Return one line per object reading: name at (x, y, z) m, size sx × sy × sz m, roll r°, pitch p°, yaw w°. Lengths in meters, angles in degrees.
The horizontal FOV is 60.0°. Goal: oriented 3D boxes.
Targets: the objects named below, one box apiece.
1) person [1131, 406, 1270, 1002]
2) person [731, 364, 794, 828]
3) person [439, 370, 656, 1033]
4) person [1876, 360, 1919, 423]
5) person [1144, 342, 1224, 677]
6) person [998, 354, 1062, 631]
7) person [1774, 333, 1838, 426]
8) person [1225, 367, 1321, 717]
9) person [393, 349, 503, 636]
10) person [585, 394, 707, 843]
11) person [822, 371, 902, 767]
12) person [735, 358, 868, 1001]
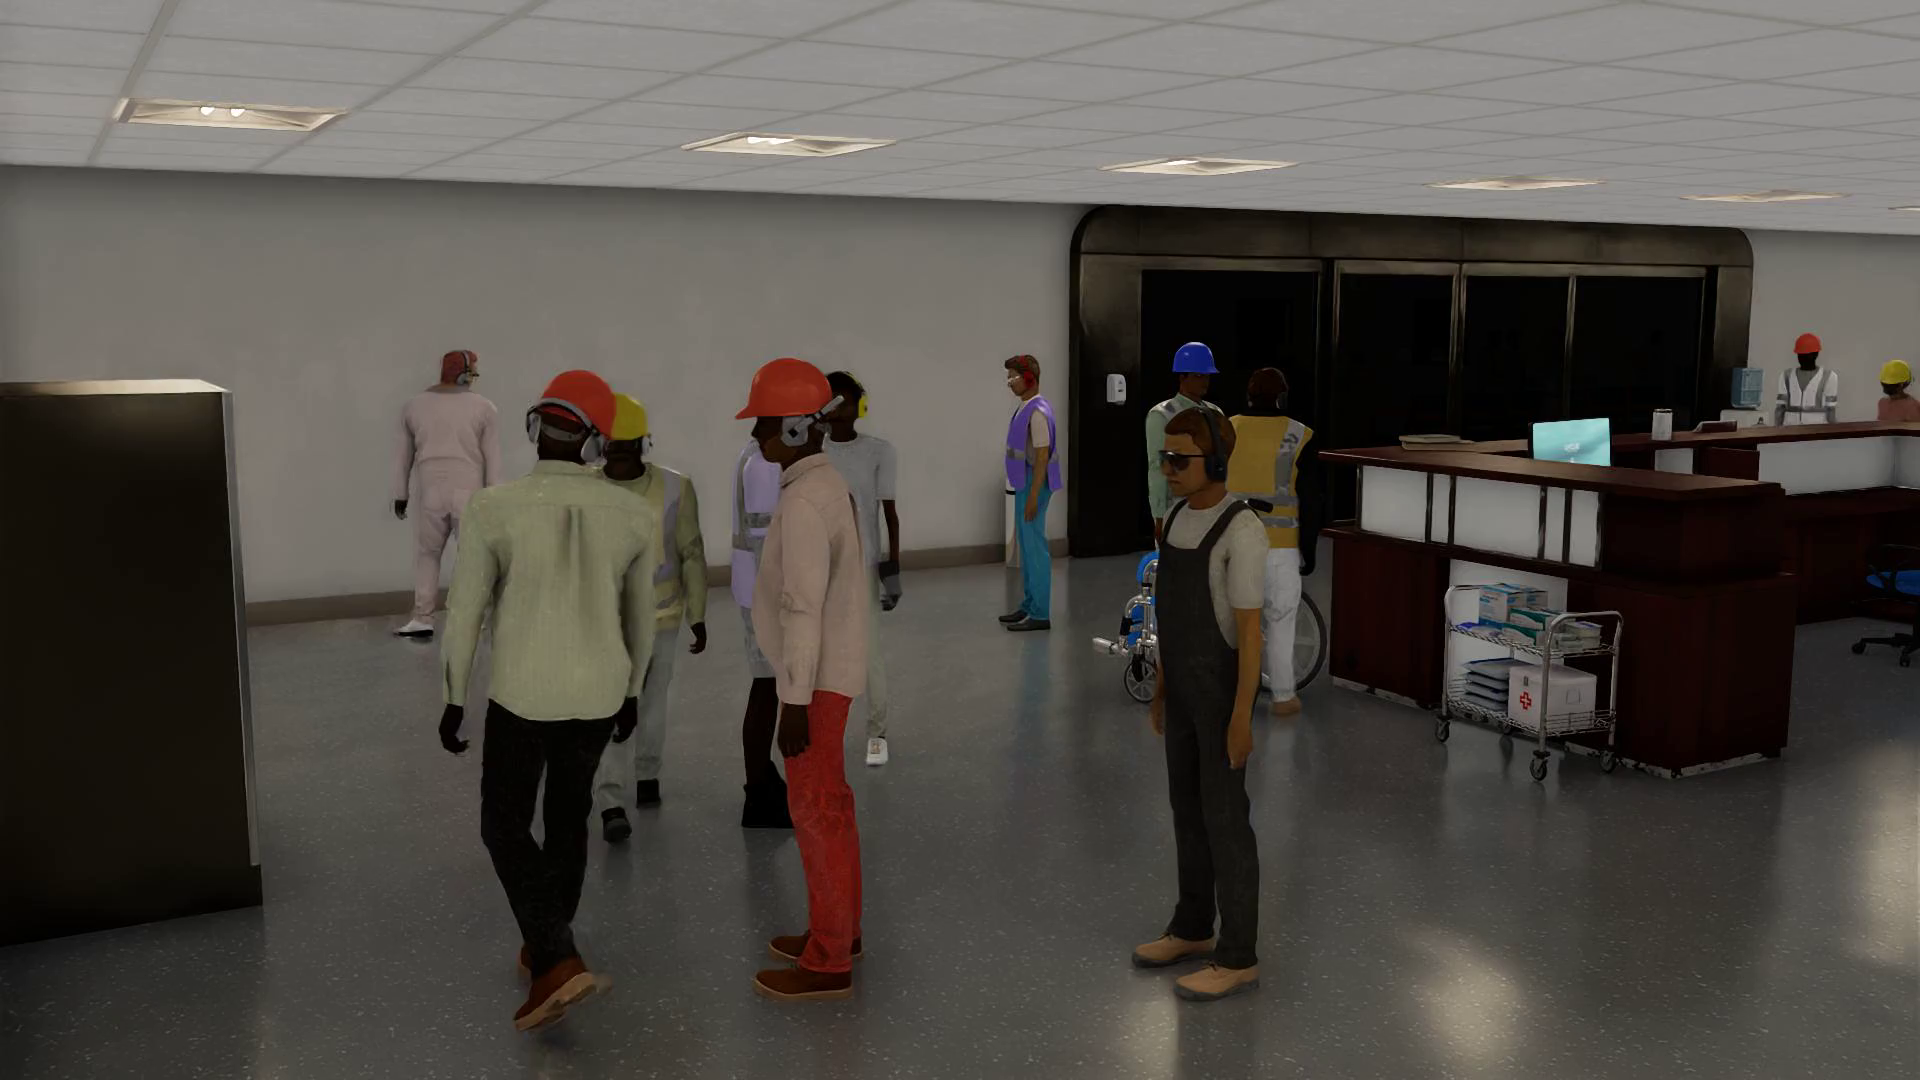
person at (0.763, 0.499, 5.205) m, size 0.339 × 1.838 × 0.507 m, roll -3°, pitch 9°, yaw -23°
person at (-0.753, 0.220, 6.907) m, size 0.385 × 1.929 × 0.547 m, roll -1°, pitch 8°, yaw -4°
person at (-1.212, 0.468, 5.018) m, size 0.654 × 1.949 × 0.697 m, roll -5°, pitch 9°, yaw -32°
person at (7.712, -0.619, 13.691) m, size 0.760 × 1.722 × 0.542 m, roll -1°, pitch 8°, yaw -9°
person at (1.313, -0.164, 9.592) m, size 0.605 × 1.948 × 0.384 m, roll -7°, pitch 11°, yaw -42°
person at (0.478, -0.312, 11.073) m, size 0.390 × 1.837 × 0.562 m, roll -1°, pitch 8°, yaw -6°
person at (8.411, -1.098, 16.516) m, size 0.730 × 1.911 × 0.551 m, roll -8°, pitch 11°, yaw -44°
person at (1.595, 0.010, 8.767) m, size 0.629 × 1.835 × 0.429 m, roll 5°, pitch 9°, yaw 30°
person at (-3.332, -0.293, 10.819) m, size 0.760 × 1.872 × 0.410 m, roll 0°, pitch 8°, yaw 2°
person at (-1.332, 0.303, 6.797) m, size 0.592 × 1.781 × 0.923 m, roll -2°, pitch 8°, yaw -15°
person at (-0.520, 0.139, 7.762) m, size 0.531 × 1.855 × 0.358 m, roll 2°, pitch 8°, yaw 11°
person at (-0.487, 0.429, 5.192) m, size 0.401 × 1.986 × 0.608 m, roll 0°, pitch 8°, yaw -2°
